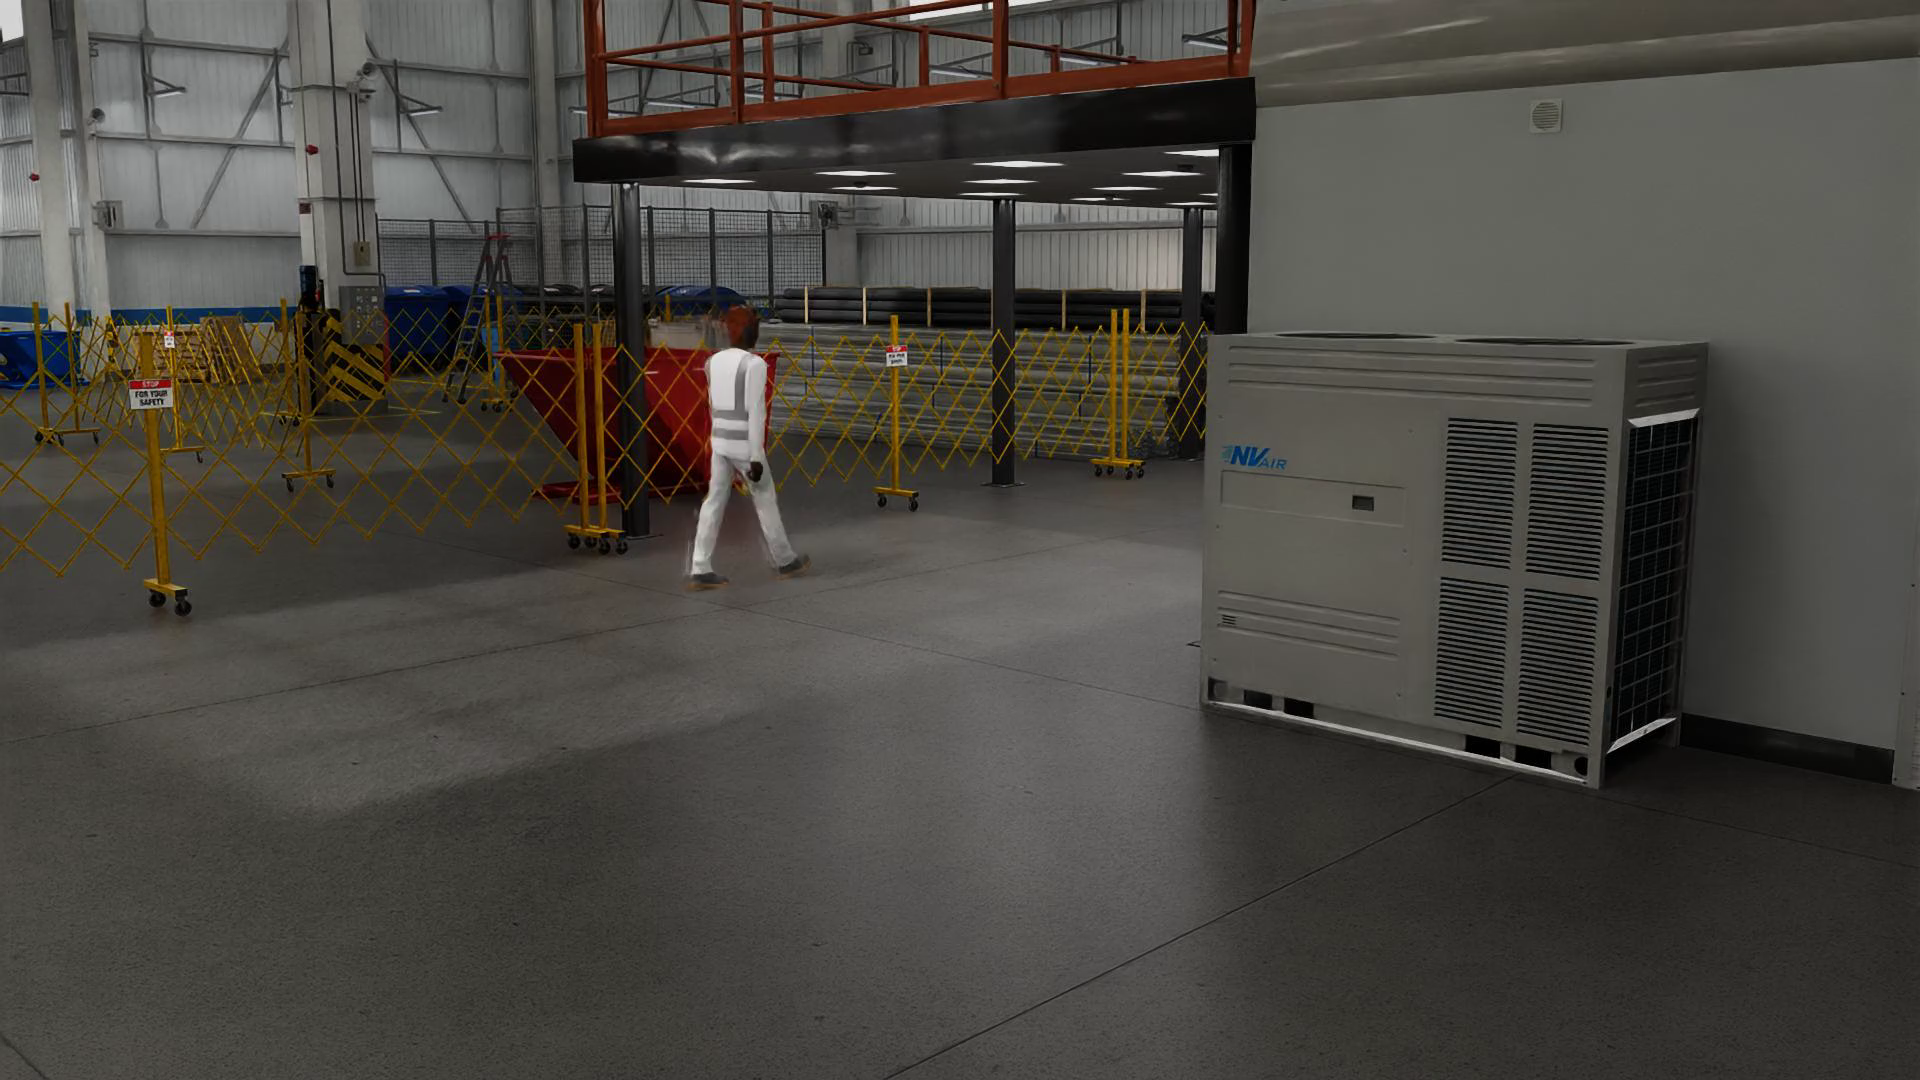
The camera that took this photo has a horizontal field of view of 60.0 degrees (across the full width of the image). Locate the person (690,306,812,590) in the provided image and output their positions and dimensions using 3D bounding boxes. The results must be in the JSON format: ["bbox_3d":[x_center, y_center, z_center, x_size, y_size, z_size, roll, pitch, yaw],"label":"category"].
[{"bbox_3d":[-1.417,-0.604,10.861,0.601,1.830,0.977,8,12,41],"label":"person"}]
